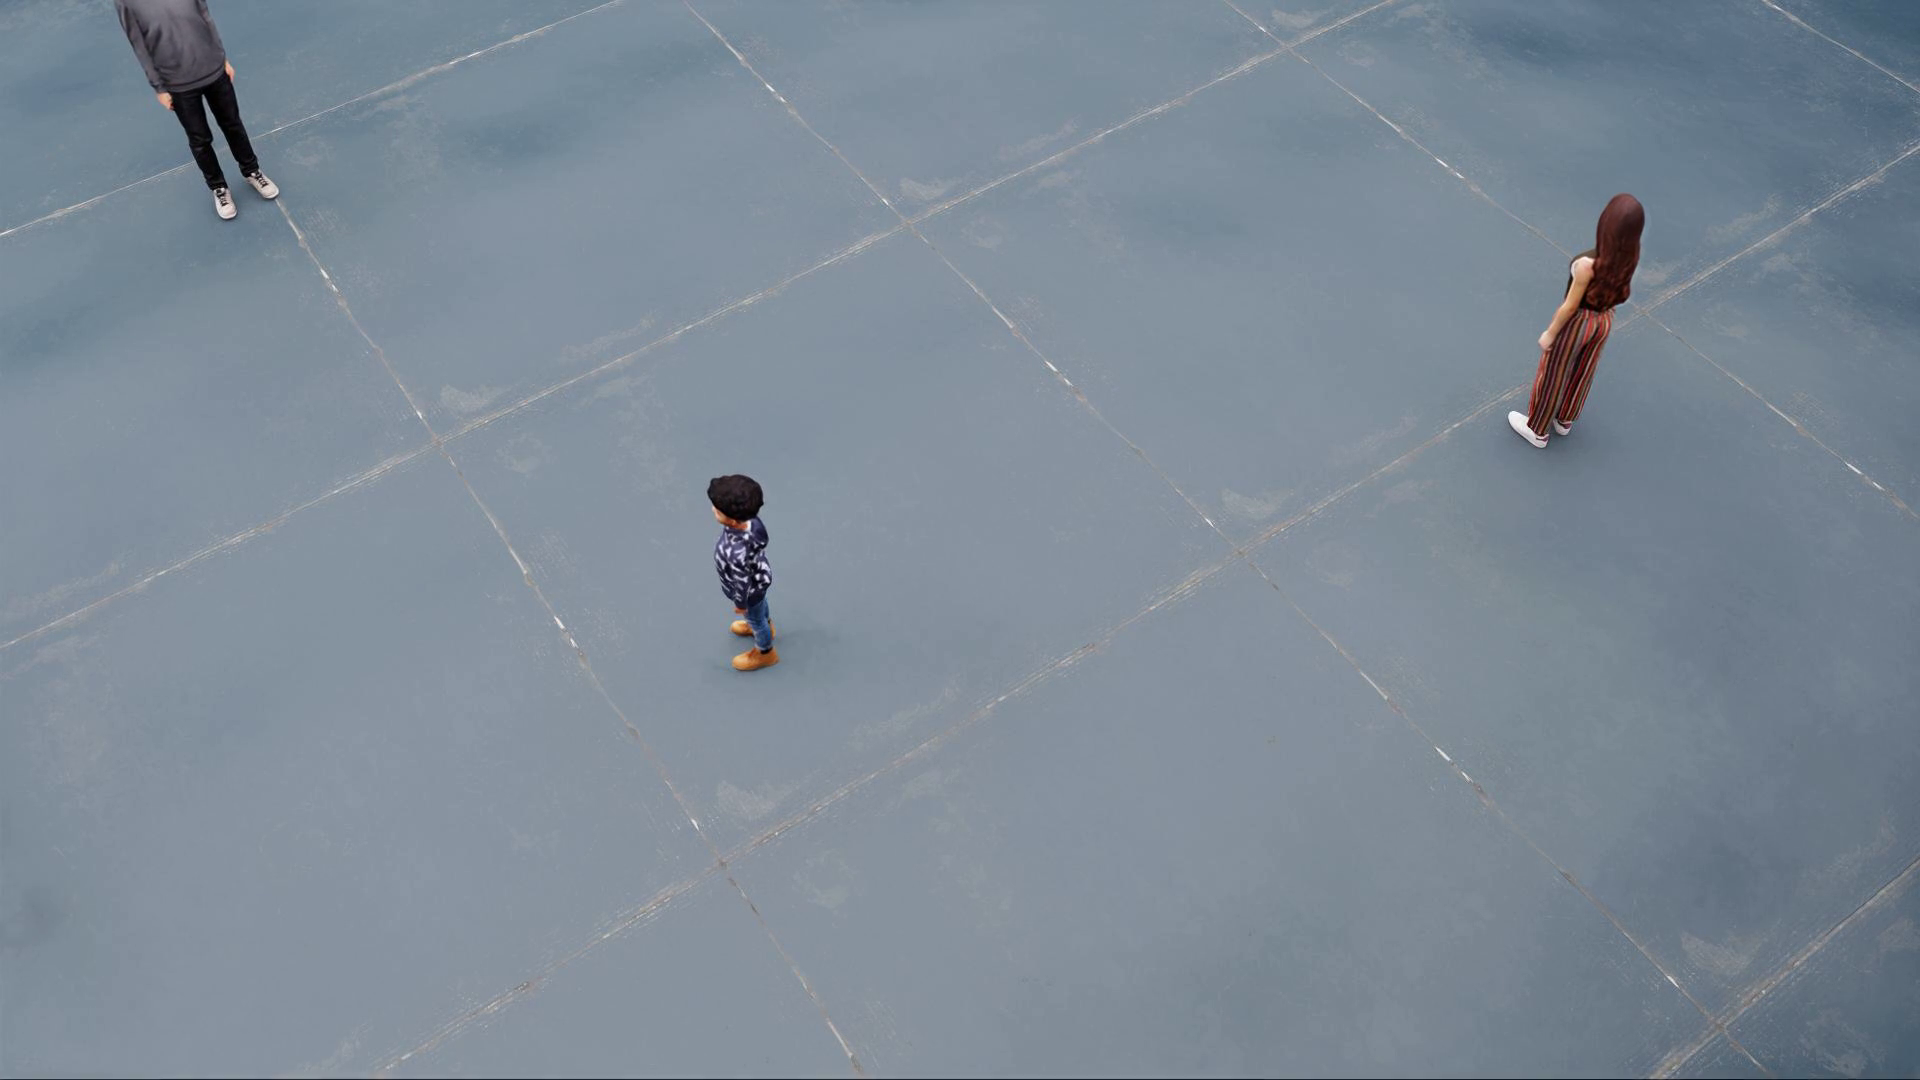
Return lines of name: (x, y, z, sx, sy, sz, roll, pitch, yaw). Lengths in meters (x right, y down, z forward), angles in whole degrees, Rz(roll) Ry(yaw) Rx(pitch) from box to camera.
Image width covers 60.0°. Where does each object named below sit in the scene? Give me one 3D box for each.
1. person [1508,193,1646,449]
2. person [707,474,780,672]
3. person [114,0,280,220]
person: (3.093, -1.083, 8.264, 0.588, 1.561, 0.546, -22, 55, -16)
person: (-0.969, 0.146, 7.509, 0.632, 1.250, 0.539, -4, 52, -3)
person: (-4.313, -2.627, 9.333, 0.636, 1.761, 0.552, -34, 59, -23)
